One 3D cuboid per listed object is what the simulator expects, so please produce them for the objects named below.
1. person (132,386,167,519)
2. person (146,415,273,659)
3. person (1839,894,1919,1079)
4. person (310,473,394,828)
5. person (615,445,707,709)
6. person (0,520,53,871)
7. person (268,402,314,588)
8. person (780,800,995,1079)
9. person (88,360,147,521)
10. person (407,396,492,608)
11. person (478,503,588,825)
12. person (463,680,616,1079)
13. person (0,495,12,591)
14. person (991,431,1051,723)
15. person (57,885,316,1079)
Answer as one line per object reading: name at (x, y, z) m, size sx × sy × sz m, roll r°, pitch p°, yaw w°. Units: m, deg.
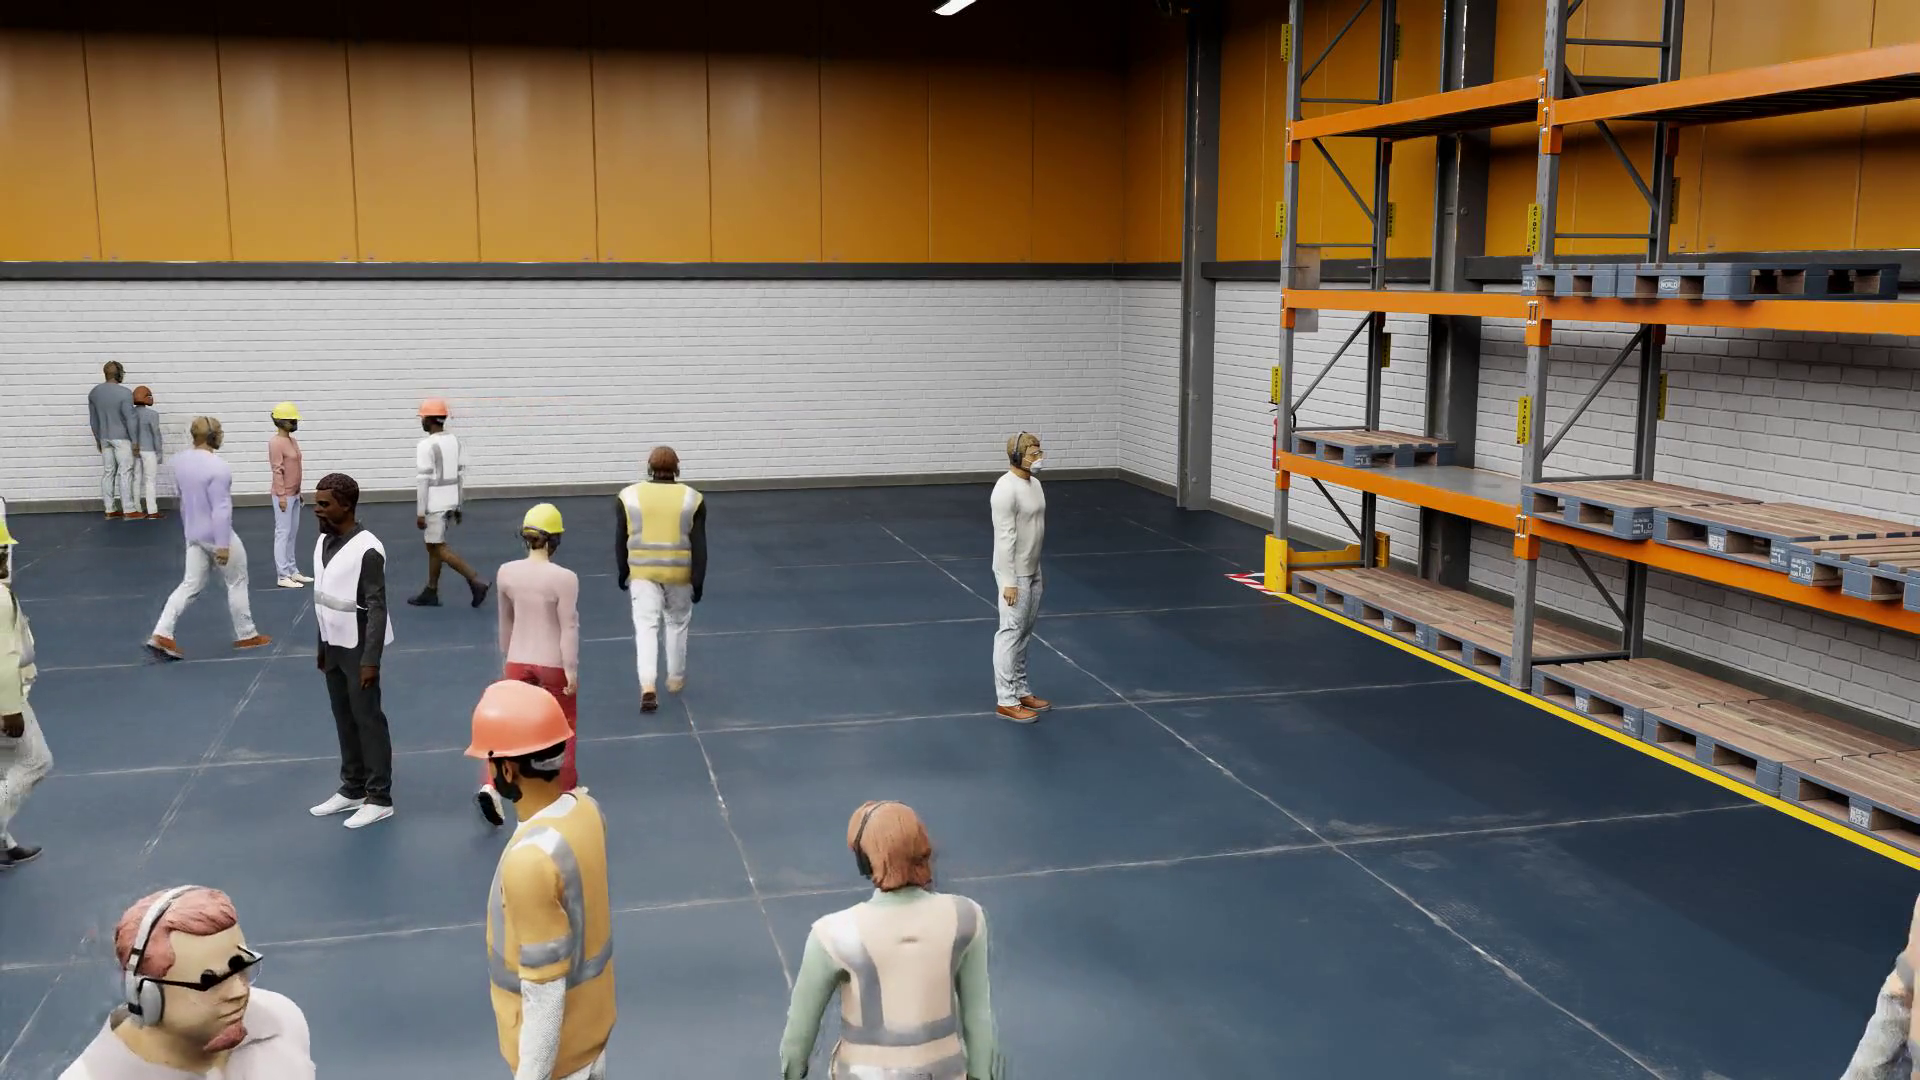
person at (-9.934, -1.064, 20.258) m, size 0.494 × 1.624 × 0.279 m, roll 2°, pitch 9°, yaw 13°
person at (-5.890, -0.023, 12.910) m, size 0.640 × 1.908 × 0.959 m, roll 6°, pitch 11°, yaw 33°
person at (2.452, 1.435, 3.934) m, size 0.982 × 1.859 × 0.700 m, roll 1°, pitch 9°, yaw 4°
person at (-3.305, 0.587, 9.041) m, size 0.591 × 1.920 × 0.392 m, roll 8°, pitch 12°, yaw 40°
person at (-2.073, 0.244, 11.553) m, size 0.634 × 1.812 × 0.916 m, roll -1°, pitch 9°, yaw -8°
person at (-4.789, 0.766, 8.226) m, size 0.618 × 1.818 × 0.416 m, roll 6°, pitch 11°, yaw 34°
person at (-6.399, -0.431, 15.871) m, size 0.312 × 1.767 × 0.525 m, roll -1°, pitch 9°, yaw -4°
person at (-0.198, 1.478, 4.462) m, size 0.535 × 1.584 × 0.872 m, roll -5°, pitch 10°, yaw -26°
person at (-10.206, -1.201, 20.131) m, size 0.635 × 1.937 × 0.354 m, roll 3°, pitch 10°, yaw 17°
person at (-4.560, -0.323, 14.751) m, size 0.845 × 1.910 × 0.551 m, roll 3°, pitch 9°, yaw 15°
person at (-2.329, 0.671, 9.070) m, size 0.530 × 1.734 × 0.785 m, roll 3°, pitch 9°, yaw 16°
person at (-1.112, 1.319, 4.428) m, size 0.373 × 1.930 × 0.552 m, roll 0°, pitch 9°, yaw 1°
person at (-6.941, 0.225, 11.649) m, size 0.598 × 1.812 × 0.679 m, roll 2°, pitch 9°, yaw 15°
person at (0.411, 0.238, 11.156) m, size 0.372 × 1.940 × 0.630 m, roll 3°, pitch 10°, yaw 20°
person at (-1.324, 1.555, 3.076) m, size 0.688 × 1.884 × 0.681 m, roll 4°, pitch 10°, yaw 24°
